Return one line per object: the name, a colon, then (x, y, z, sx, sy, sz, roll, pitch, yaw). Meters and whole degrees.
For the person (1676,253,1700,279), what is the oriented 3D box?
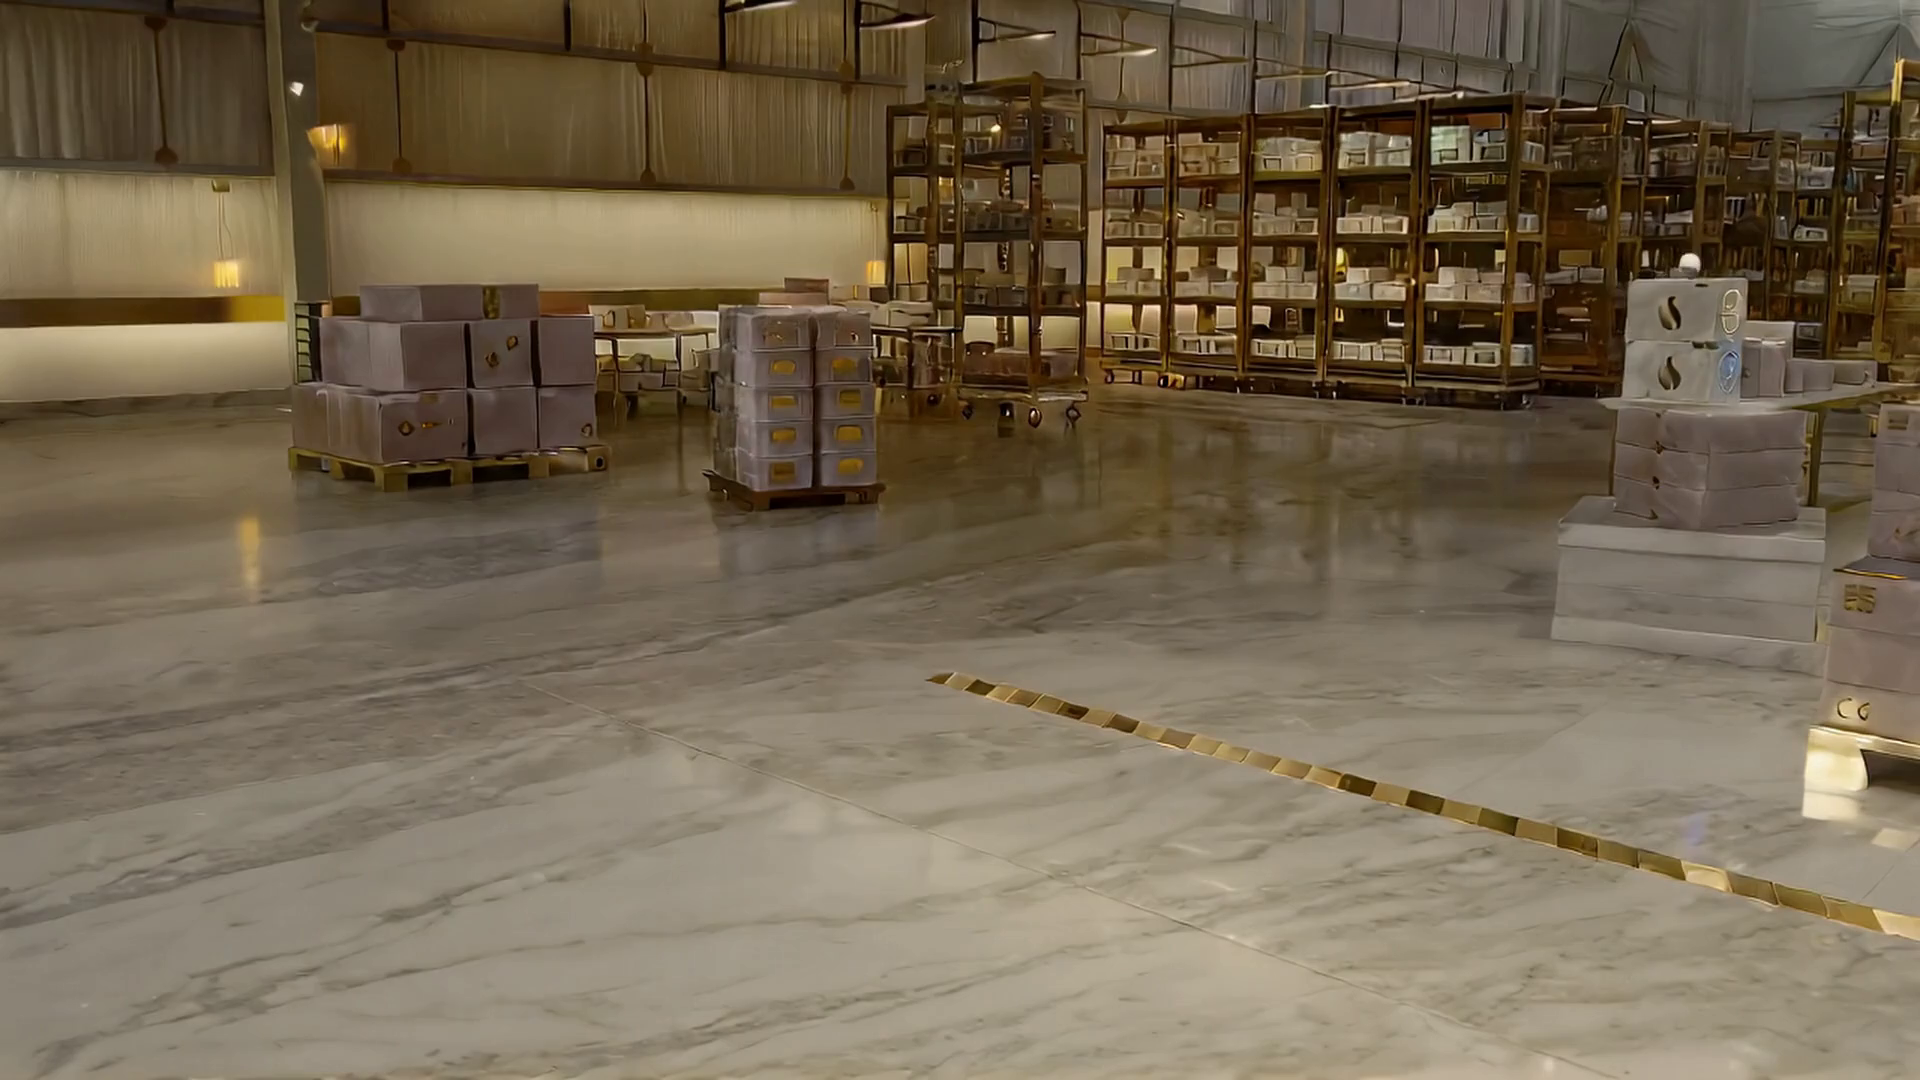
person: (8.019, -2.279, 18.506, 0.600, 1.815, 0.690, 6, 11, 32)
